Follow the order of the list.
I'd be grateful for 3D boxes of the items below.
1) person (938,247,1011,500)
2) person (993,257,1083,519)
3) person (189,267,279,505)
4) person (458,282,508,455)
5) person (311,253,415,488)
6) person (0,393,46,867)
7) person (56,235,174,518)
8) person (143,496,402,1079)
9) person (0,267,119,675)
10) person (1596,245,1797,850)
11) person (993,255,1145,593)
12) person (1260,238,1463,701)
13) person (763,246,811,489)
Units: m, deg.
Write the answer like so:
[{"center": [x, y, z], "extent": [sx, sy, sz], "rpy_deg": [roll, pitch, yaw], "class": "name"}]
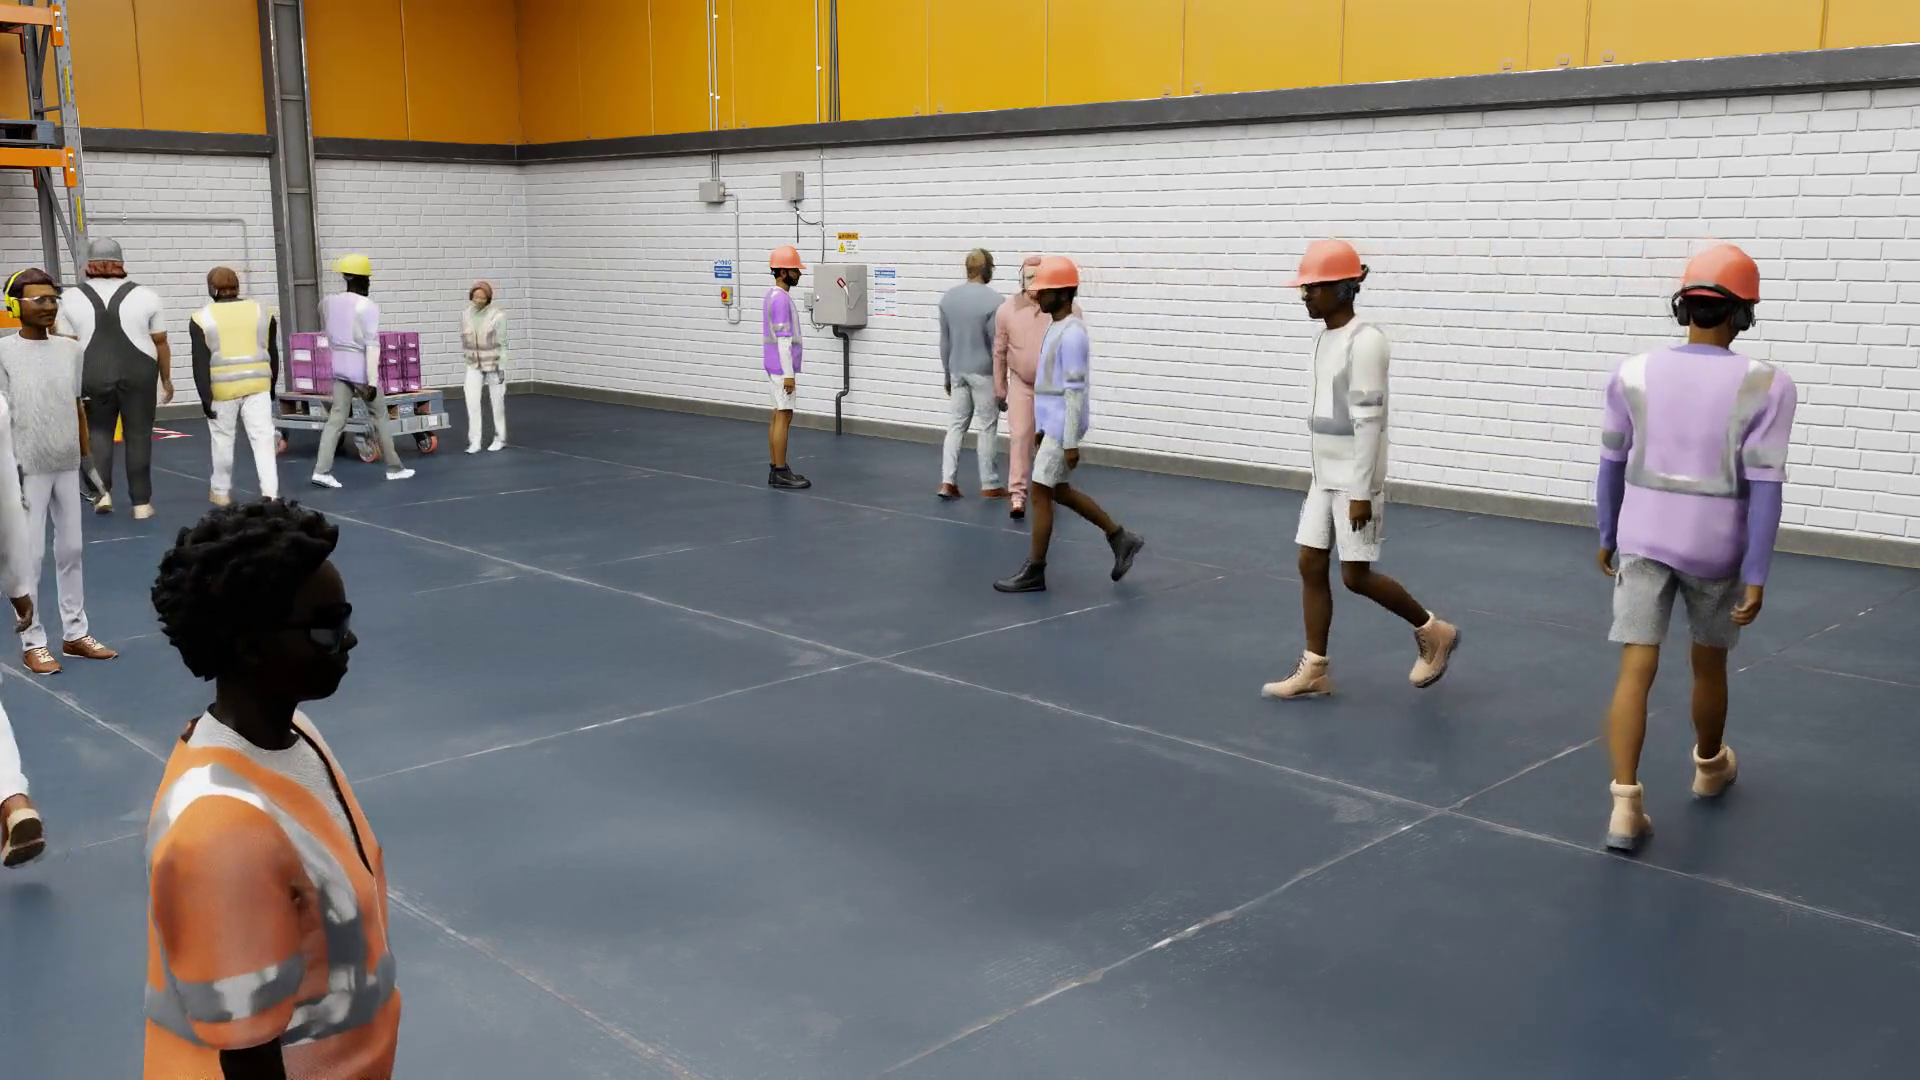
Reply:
[{"center": [0.114, -1.256, 12.710], "extent": [0.631, 1.949, 0.425], "rpy_deg": [8, 13, 38], "class": "person"}, {"center": [0.565, -1.074, 11.897], "extent": [0.661, 1.862, 0.968], "rpy_deg": [0, 10, 3], "class": "person"}, {"center": [-5.331, -1.108, 12.282], "extent": [0.628, 1.804, 0.922], "rpy_deg": [-7, 13, -34], "class": "person"}, {"center": [-4.395, -1.585, 15.393], "extent": [0.529, 1.581, 0.702], "rpy_deg": [2, 11, 11], "class": "person"}, {"center": [-4.888, -1.367, 13.441], "extent": [0.587, 1.886, 0.980], "rpy_deg": [4, 11, 21], "class": "person"}, {"center": [-3.125, 0.173, 5.064], "extent": [0.483, 1.870, 0.607], "rpy_deg": [7, 13, 34], "class": "person"}, {"center": [-6.026, -1.171, 11.929], "extent": [0.692, 2.000, 0.536], "rpy_deg": [-4, 11, -19], "class": "person"}, {"center": [-0.902, 0.782, 2.217], "extent": [0.320, 1.696, 0.540], "rpy_deg": [-3, 11, -15], "class": "person"}, {"center": [-4.254, -0.324, 7.766], "extent": [0.328, 1.876, 0.513], "rpy_deg": [5, 11, 24], "class": "person"}, {"center": [2.458, 0.008, 5.646], "extent": [0.635, 1.987, 1.051], "rpy_deg": [7, 13, 35], "class": "person"}, {"center": [0.630, -0.646, 9.412], "extent": [0.828, 1.916, 0.555], "rpy_deg": [0, 10, -3], "class": "person"}, {"center": [1.753, -0.284, 7.167], "extent": [0.802, 2.018, 0.606], "rpy_deg": [-2, 11, -12], "class": "person"}, {"center": [-1.393, -1.382, 13.358], "extent": [0.356, 1.937, 0.552], "rpy_deg": [-2, 11, -13], "class": "person"}]
